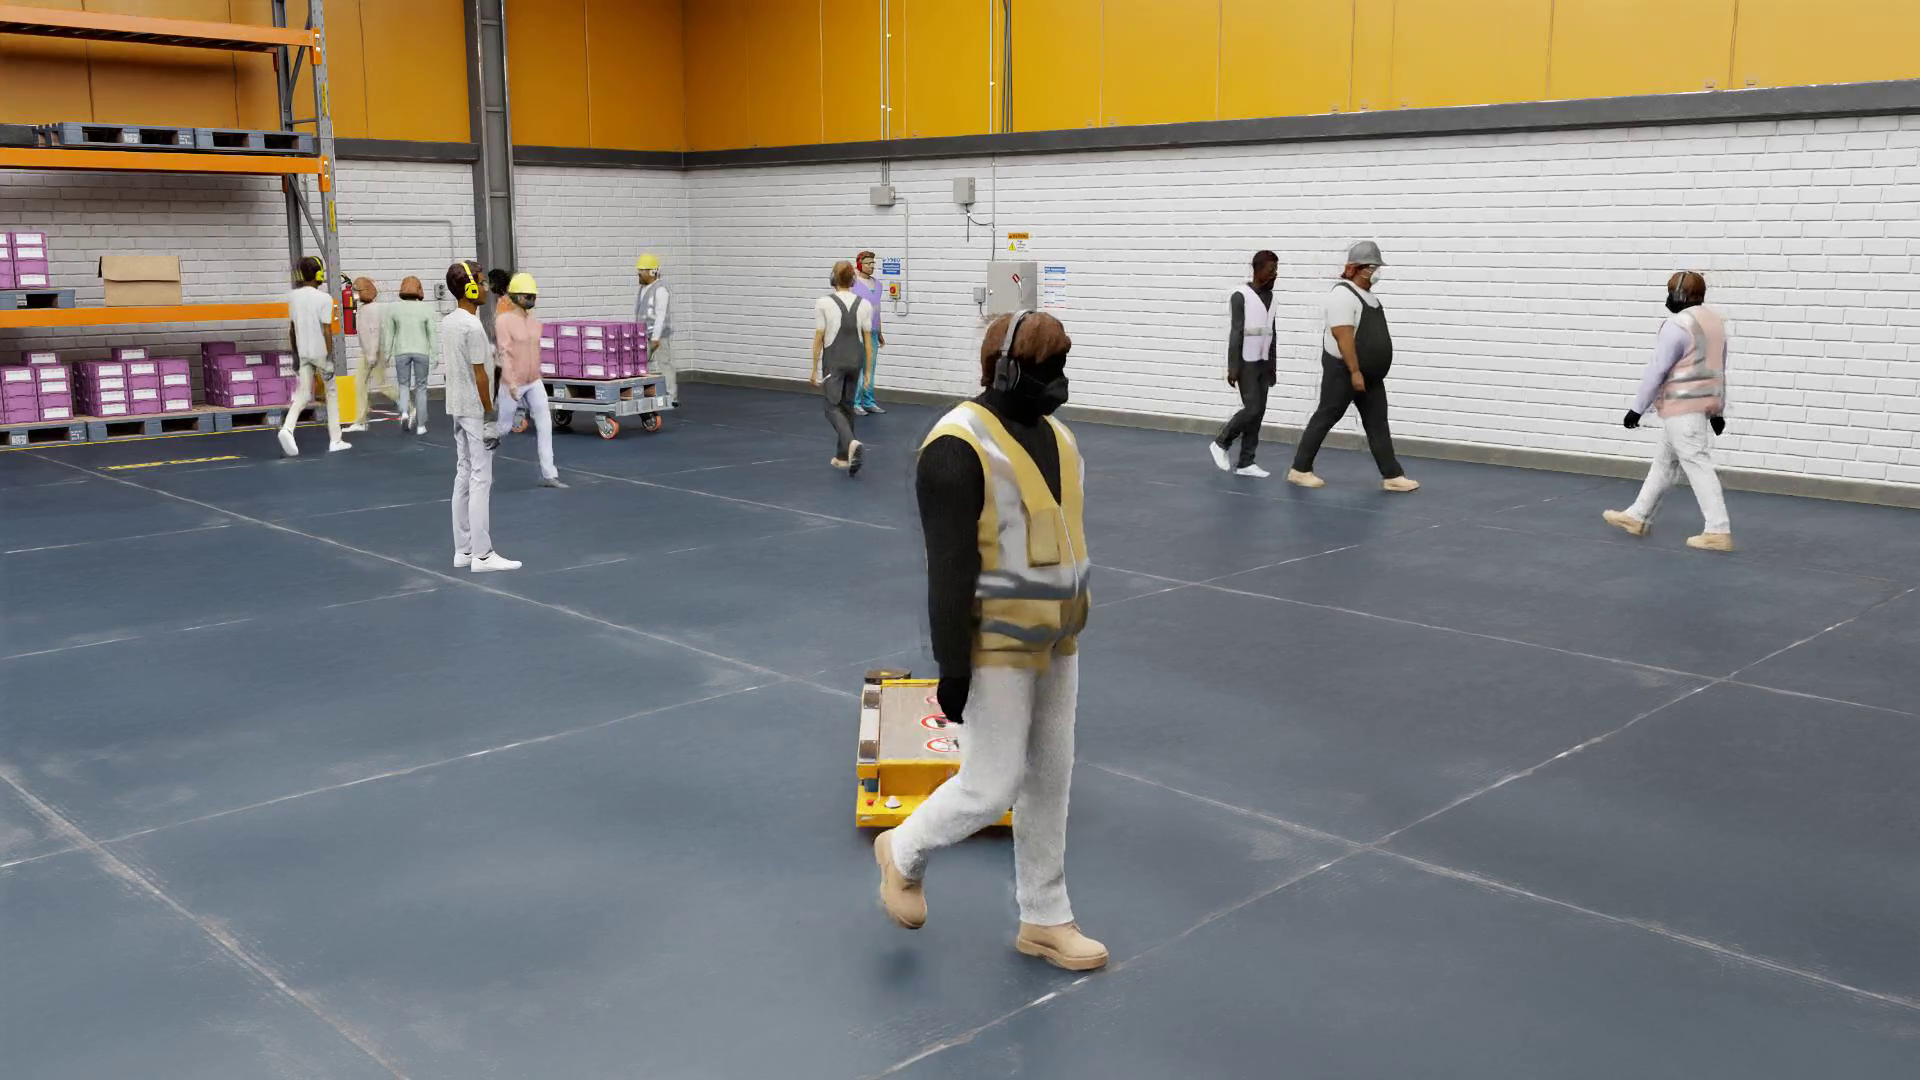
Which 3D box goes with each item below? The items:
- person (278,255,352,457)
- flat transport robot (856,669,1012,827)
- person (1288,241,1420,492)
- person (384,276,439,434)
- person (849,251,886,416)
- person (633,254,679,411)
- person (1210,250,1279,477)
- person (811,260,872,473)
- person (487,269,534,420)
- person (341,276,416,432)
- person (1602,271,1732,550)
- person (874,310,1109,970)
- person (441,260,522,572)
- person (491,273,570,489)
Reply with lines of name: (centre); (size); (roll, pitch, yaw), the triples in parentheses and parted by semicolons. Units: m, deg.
person: (-6.006, -1.697, 15.350); (0.524, 1.845, 0.866); (3, 11, 15)
flat transport robot: (-0.048, 0.753, 6.269); (0.652, 0.197, 1.431); (0, 10, -2)
person: (3.114, -1.405, 13.206); (1.039, 2.000, 0.690); (9, 13, 39)
person: (-5.574, -1.872, 16.905); (0.543, 1.613, 0.410); (-2, 11, -10)
person: (-1.081, -2.329, 18.788); (0.390, 1.842, 0.565); (8, 13, 36)
person: (-3.618, -2.352, 19.025); (0.872, 1.792, 0.626); (-8, 13, -36)
person: (2.446, -1.475, 13.970); (0.459, 1.897, 0.624); (9, 14, 42)
person: (-0.972, -1.464, 14.144); (0.518, 1.821, 0.792); (-5, 12, -27)
person: (-5.004, -2.134, 18.218); (0.873, 1.636, 0.553); (-4, 11, -19)
person: (-6.036, -1.925, 17.235); (0.698, 1.609, 0.524); (-10, 14, -42)
person: (4.722, -0.855, 10.915); (0.628, 1.793, 0.955); (-10, 14, -44)
person: (0.105, 0.280, 4.593); (0.625, 1.826, 0.642); (8, 13, 36)
person: (-2.926, -0.742, 10.052); (0.328, 1.873, 0.510); (-9, 14, -40)
person: (-3.574, -1.279, 13.377); (0.866, 1.737, 0.516); (7, 12, 33)
